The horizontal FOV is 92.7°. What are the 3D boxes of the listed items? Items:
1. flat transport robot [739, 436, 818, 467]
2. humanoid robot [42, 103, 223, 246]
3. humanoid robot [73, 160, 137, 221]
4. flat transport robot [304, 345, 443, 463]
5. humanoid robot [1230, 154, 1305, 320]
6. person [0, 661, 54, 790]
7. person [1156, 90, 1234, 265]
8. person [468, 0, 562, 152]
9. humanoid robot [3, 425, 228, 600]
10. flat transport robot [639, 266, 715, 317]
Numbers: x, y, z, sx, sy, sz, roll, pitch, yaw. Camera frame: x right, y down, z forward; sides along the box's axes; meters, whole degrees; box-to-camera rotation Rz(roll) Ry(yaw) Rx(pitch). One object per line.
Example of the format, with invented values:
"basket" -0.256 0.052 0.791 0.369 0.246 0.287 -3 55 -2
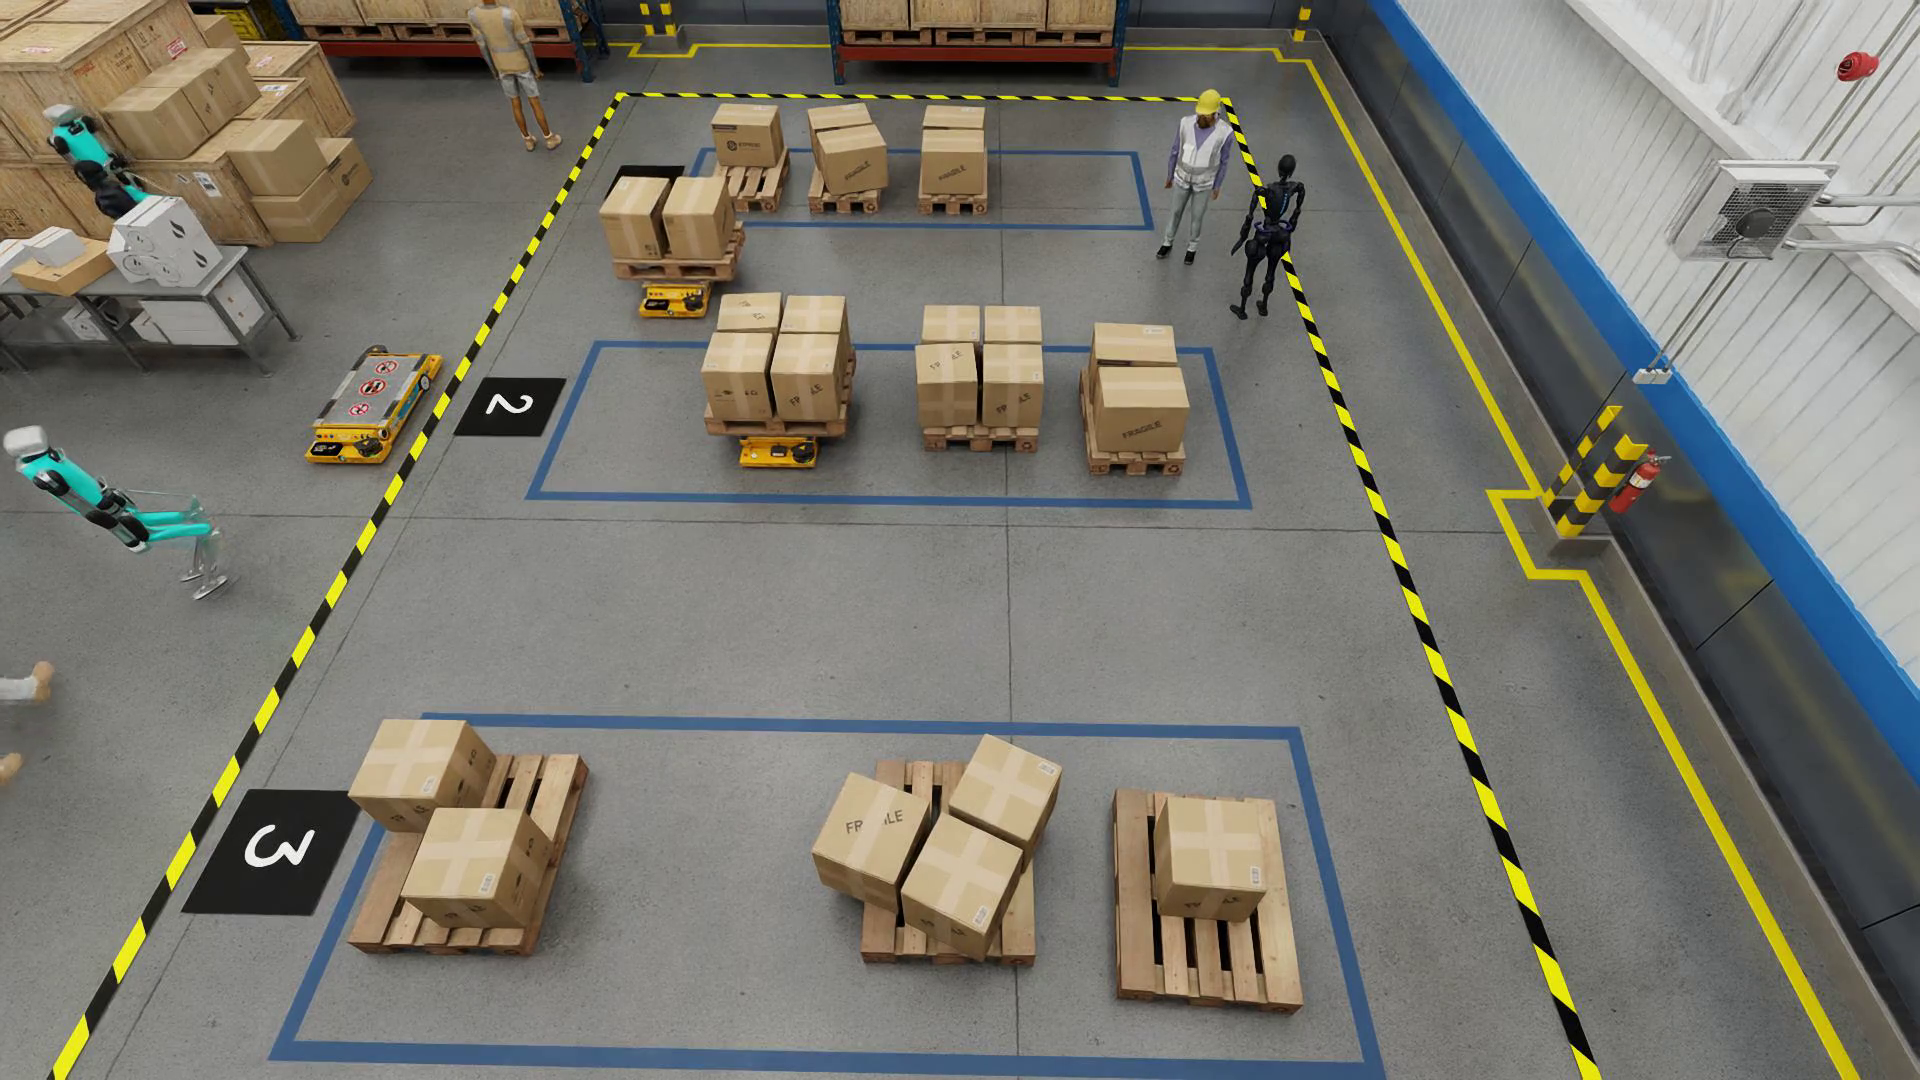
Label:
"flat transport robot" -1.582 -1.235 8.394 0.652 0.197 1.431 1 50 1
"humanoid robot" -8.344 -3.570 9.434 0.964 1.765 0.532 1 50 1
"humanoid robot" -7.819 -2.879 8.912 0.502 1.669 0.597 -18 52 -14
"flat transport robot" -5.383 -1.269 8.441 0.659 0.231 1.431 1 50 1
"humanoid robot" 2.978 -2.927 8.913 0.599 1.655 0.315 -7 50 -6
"person" -6.490 0.789 5.712 0.648 1.779 1.022 -6 50 -5
"person" 2.427 -3.740 9.507 0.599 1.829 0.404 20 53 16
"person" -5.387 -5.727 11.050 0.606 2.048 0.366 -3 50 -2
"humanoid robot" -5.794 -0.247 6.526 0.735 1.677 0.533 -36 58 -26
"flat transport robot" -2.944 -2.889 9.794 0.652 0.197 1.431 1 50 1
